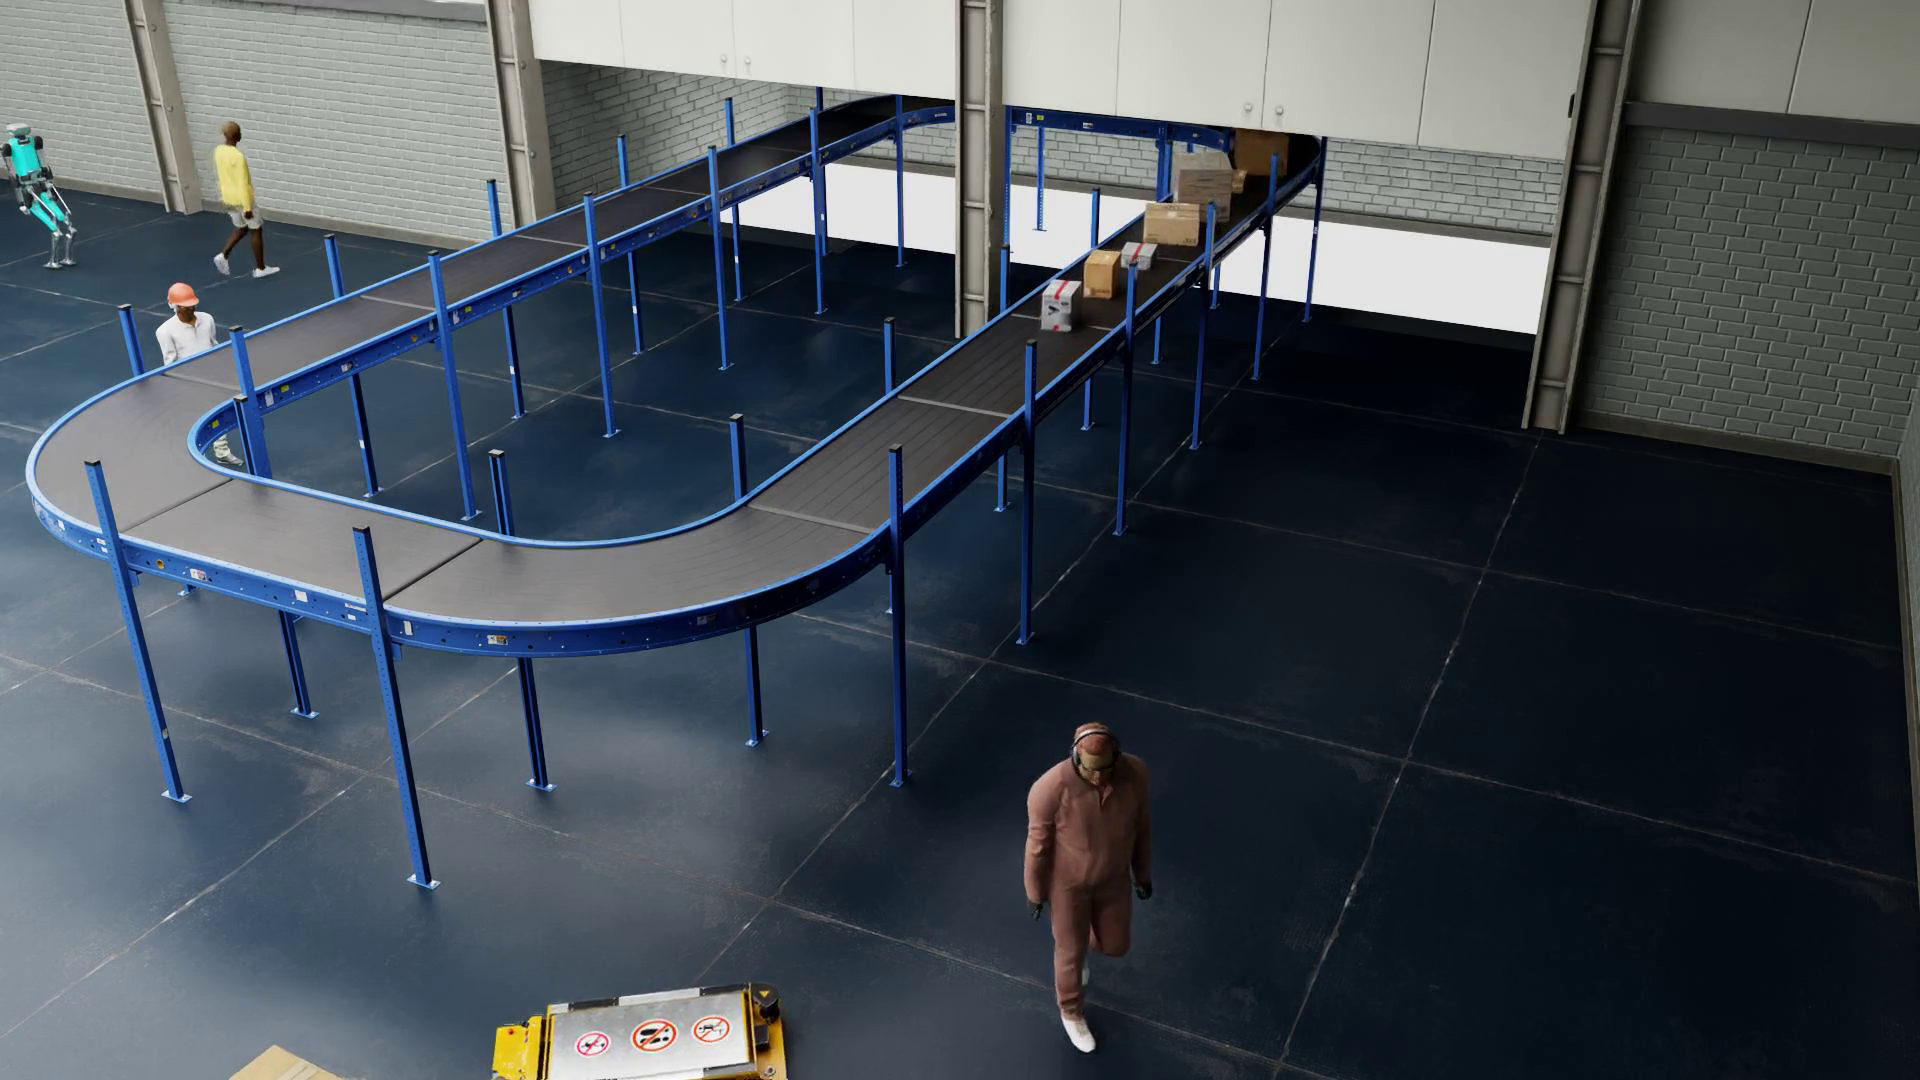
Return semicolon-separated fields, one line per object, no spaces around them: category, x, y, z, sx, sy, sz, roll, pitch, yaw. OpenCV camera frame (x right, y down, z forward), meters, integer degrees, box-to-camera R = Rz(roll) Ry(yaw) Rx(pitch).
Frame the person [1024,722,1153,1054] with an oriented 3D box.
person;0.618;1.658;8.327;0.667;1.873;0.562;-10;28;-19

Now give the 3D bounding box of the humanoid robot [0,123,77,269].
humanoid robot;-11.032;-4.140;20.083;0.718;1.717;0.531;12;29;24

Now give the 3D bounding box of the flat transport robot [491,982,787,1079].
flat transport robot;-1.600;2.572;8.294;1.431;0.231;0.659;-4;27;-9

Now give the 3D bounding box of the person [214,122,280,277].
person;-8.596;-4.016;19.755;0.550;1.877;0.636;16;31;29

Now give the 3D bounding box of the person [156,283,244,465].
person;-6.709;-1.425;14.676;0.329;1.751;0.562;13;29;24

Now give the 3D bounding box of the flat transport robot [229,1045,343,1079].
flat transport robot;-2.784;3.223;6.982;0.659;0.231;1.431;23;35;39
